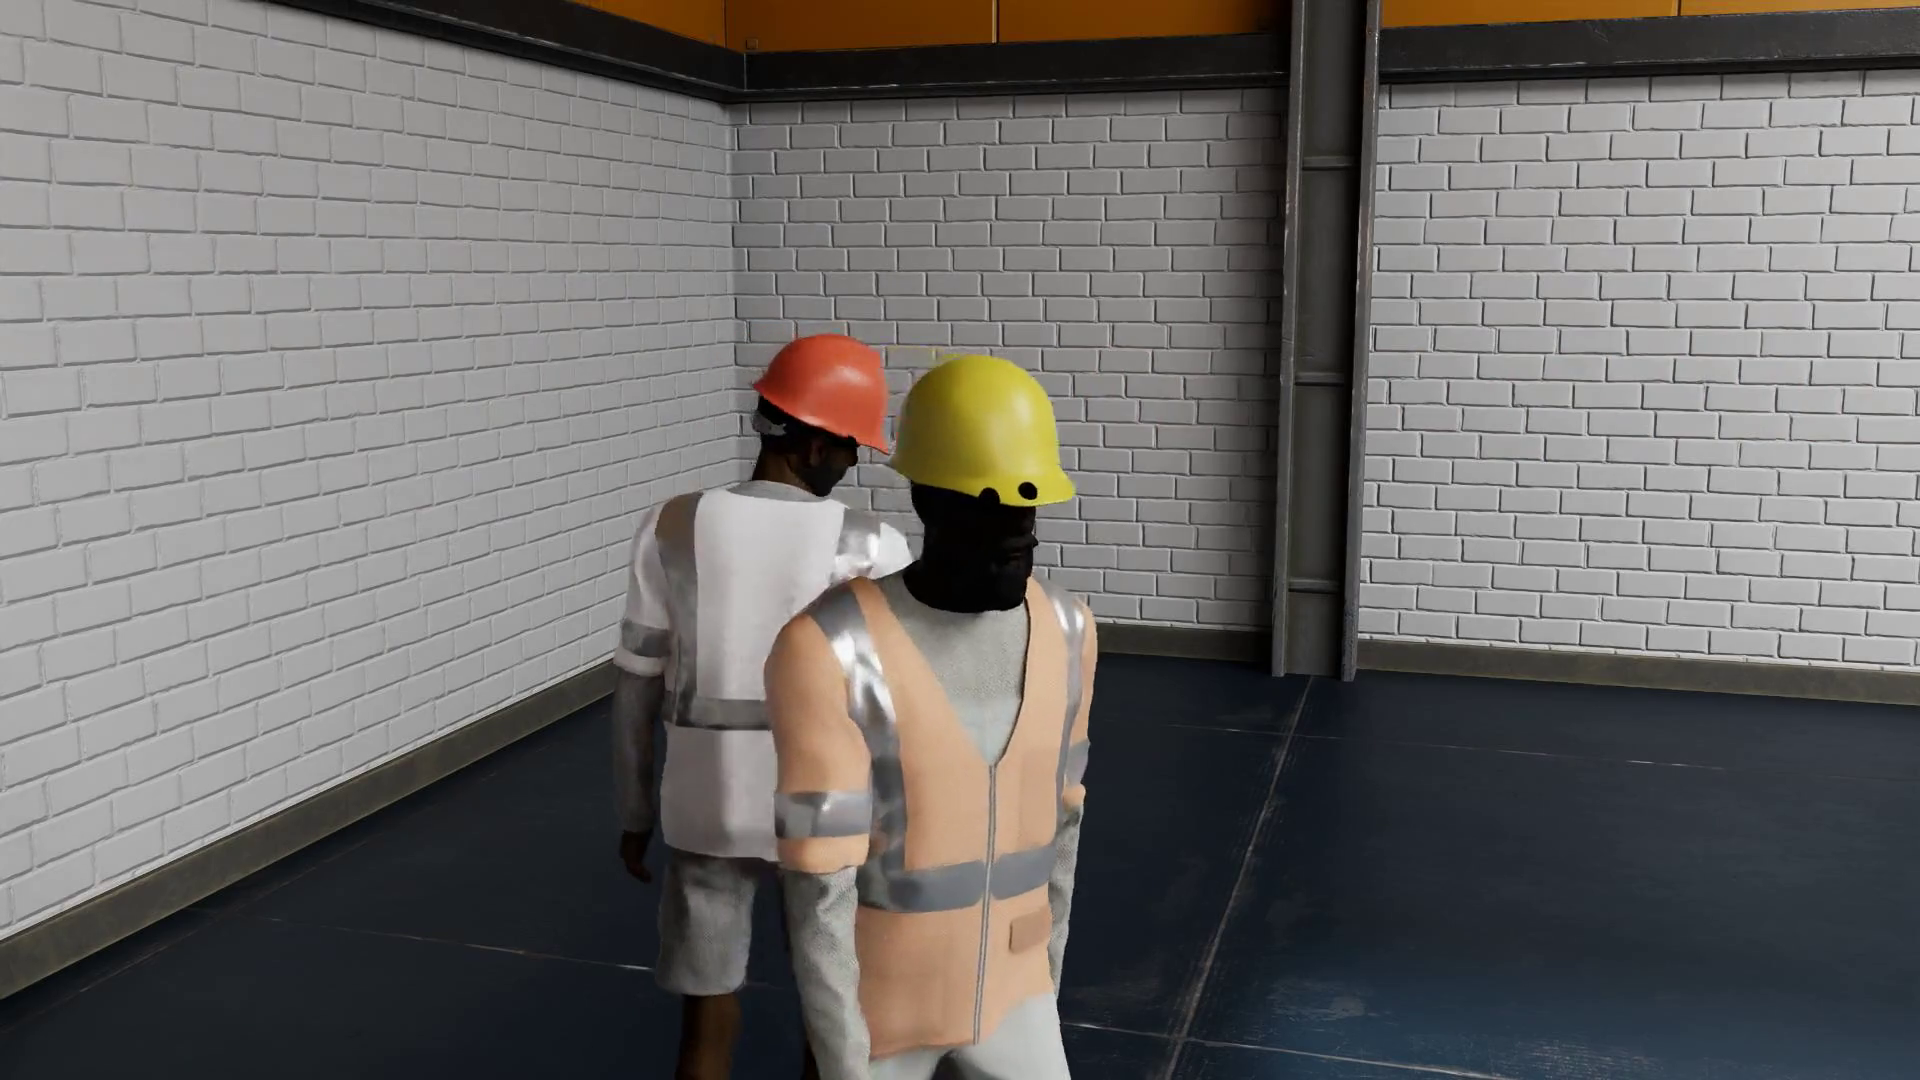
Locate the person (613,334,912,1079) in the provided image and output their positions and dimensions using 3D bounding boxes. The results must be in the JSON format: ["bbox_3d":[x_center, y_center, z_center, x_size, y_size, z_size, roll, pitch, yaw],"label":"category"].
[{"bbox_3d":[-0.382,0.555,3.244,0.595,1.892,0.457,0,9,-2],"label":"person"}]

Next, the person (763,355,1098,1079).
[{"bbox_3d":[0.025,0.693,2.412,0.595,1.894,0.840,-6,11,-31],"label":"person"}]
